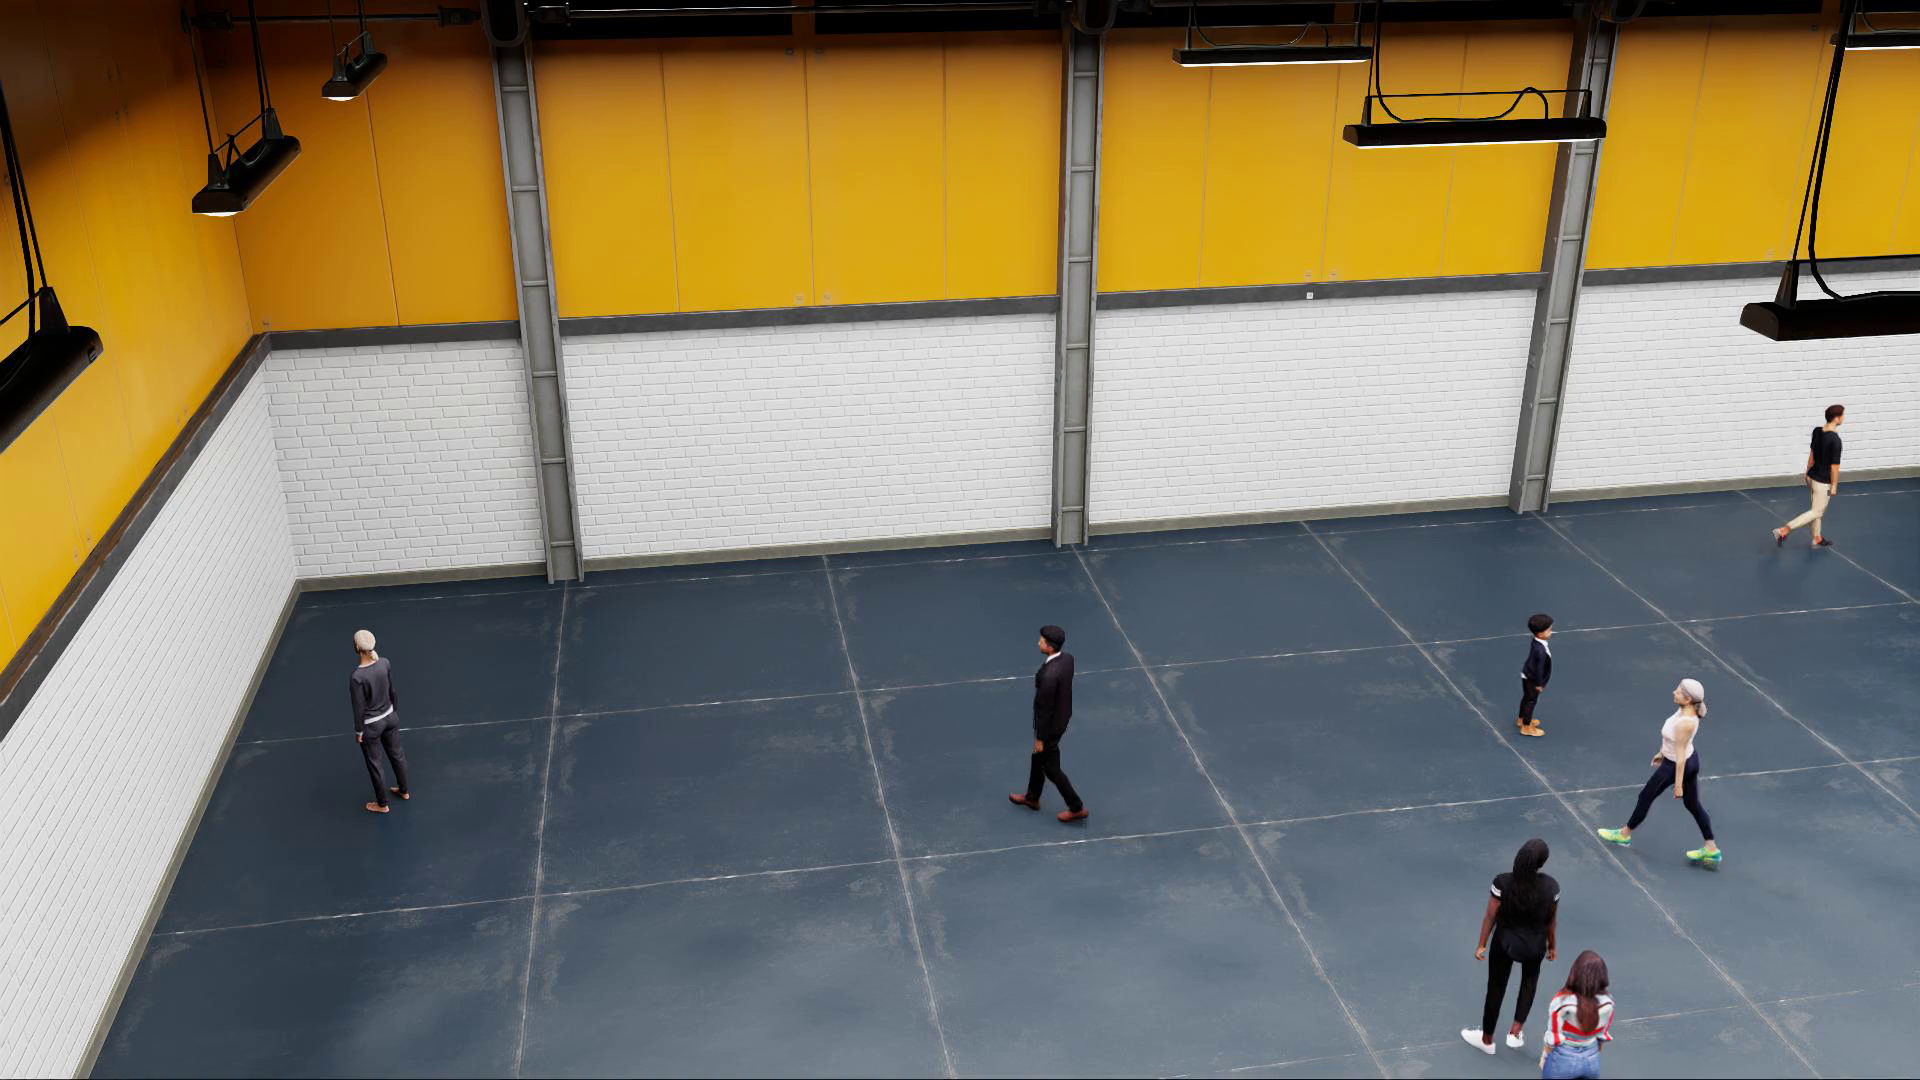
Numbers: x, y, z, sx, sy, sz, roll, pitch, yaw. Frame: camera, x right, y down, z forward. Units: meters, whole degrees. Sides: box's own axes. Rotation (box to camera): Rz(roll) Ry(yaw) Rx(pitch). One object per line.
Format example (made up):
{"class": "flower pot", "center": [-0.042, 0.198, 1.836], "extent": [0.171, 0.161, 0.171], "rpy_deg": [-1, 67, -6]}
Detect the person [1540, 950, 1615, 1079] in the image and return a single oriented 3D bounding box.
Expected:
{"class": "person", "center": [3.936, 3.341, 10.653], "extent": [0.471, 1.609, 0.663], "rpy_deg": [-2, 24, -6]}

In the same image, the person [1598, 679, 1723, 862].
{"class": "person", "center": [6.050, 1.946, 13.788], "extent": [1.212, 1.655, 1.141], "rpy_deg": [15, 28, 30]}

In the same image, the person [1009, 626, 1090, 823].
{"class": "person", "center": [0.853, 1.607, 14.310], "extent": [1.163, 1.858, 1.037], "rpy_deg": [9, 25, 20]}

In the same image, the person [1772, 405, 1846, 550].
{"class": "person", "center": [10.079, -0.704, 19.627], "extent": [1.095, 1.834, 0.683], "rpy_deg": [-3, 24, -6]}

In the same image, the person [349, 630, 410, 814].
{"class": "person", "center": [-5.113, 1.565, 14.570], "extent": [0.726, 1.726, 0.685], "rpy_deg": [13, 27, 28]}

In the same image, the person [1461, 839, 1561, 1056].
{"class": "person", "center": [3.923, 2.856, 11.610], "extent": [0.660, 1.732, 0.852], "rpy_deg": [-2, 24, -4]}

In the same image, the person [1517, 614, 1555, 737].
{"class": "person", "center": [5.484, 1.267, 15.876], "extent": [0.581, 1.227, 0.565], "rpy_deg": [4, 24, 8]}
